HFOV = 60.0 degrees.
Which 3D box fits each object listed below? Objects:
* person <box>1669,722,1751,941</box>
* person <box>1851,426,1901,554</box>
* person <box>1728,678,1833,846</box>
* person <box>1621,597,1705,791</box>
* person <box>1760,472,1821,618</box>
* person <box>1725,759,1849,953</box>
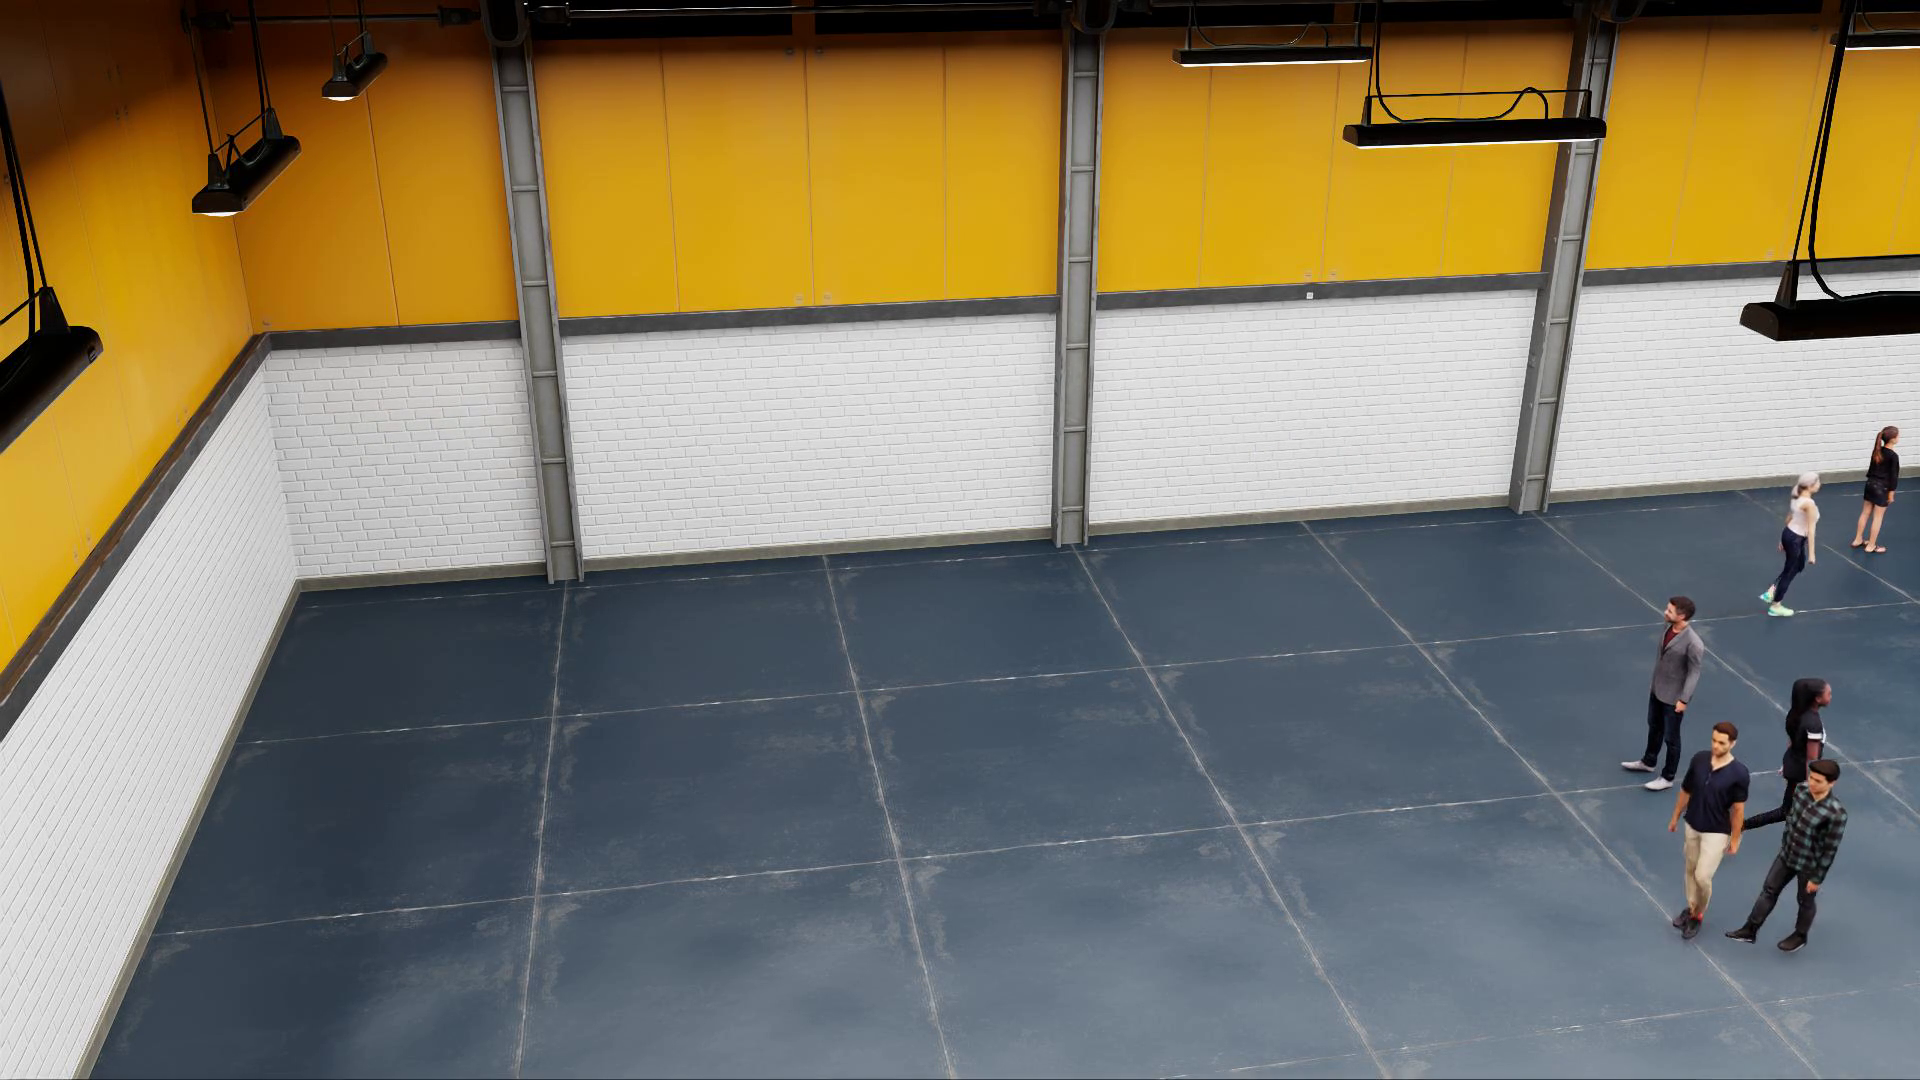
[{"bbox_3d":[5.868,2.211,12.940,0.770,1.847,0.770,-16,28,-32],"label":"person"},{"bbox_3d":[10.928,-0.622,19.786,0.568,1.555,0.564,-7,25,-15],"label":"person"},{"bbox_3d":[6.861,1.932,13.756,1.188,1.705,0.953,7,25,16],"label":"person"},{"bbox_3d":[6.358,1.344,14.896,0.574,1.871,0.668,-4,24,-9],"label":"person"},{"bbox_3d":[8.981,0.057,18.067,0.726,1.689,0.690,2,24,5],"label":"person"},{"bbox_3d":[6.437,2.365,12.584,0.937,1.701,0.796,-9,25,-19],"label":"person"}]
